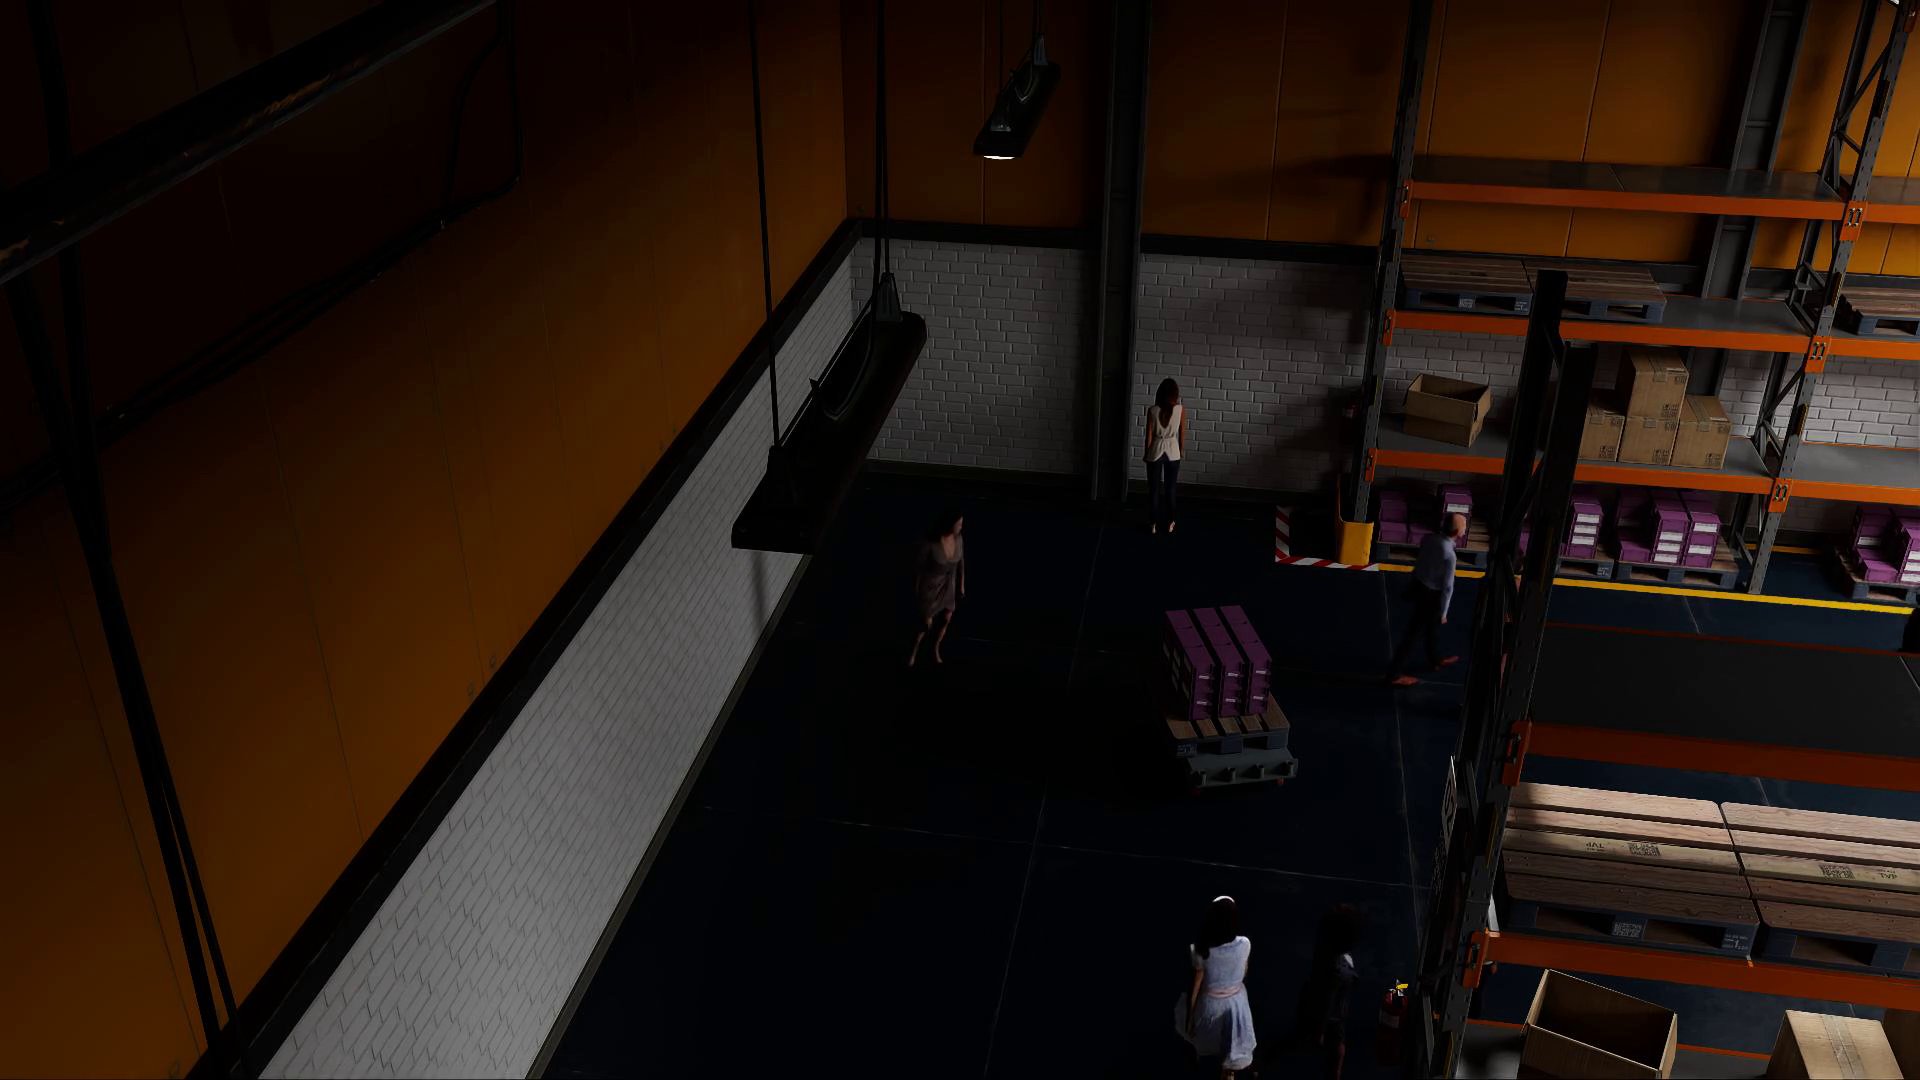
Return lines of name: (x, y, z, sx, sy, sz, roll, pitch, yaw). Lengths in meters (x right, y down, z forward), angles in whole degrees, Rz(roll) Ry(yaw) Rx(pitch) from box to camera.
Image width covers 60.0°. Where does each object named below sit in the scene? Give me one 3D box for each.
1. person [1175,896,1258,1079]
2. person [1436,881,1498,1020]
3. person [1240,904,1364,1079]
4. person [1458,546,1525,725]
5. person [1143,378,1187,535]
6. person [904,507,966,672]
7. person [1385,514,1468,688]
person: (1.655, 3.091, 10.499, 1.179, 1.762, 0.861, -1, 29, -1)
person: (3.453, 2.749, 11.252, 0.606, 1.642, 0.709, 22, 35, 34)
person: (2.233, 3.038, 10.693, 1.060, 1.670, 0.783, -1, 29, -2)
person: (4.683, 0.819, 14.640, 0.478, 1.786, 0.603, 4, 29, 7)
person: (2.182, -0.894, 17.780, 0.541, 1.785, 0.695, -2, 29, -4)
person: (-0.251, 0.458, 15.387, 0.800, 1.704, 0.876, -9, 30, -15)
person: (4.191, 0.564, 15.149, 1.154, 1.745, 0.930, -7, 29, -13)
